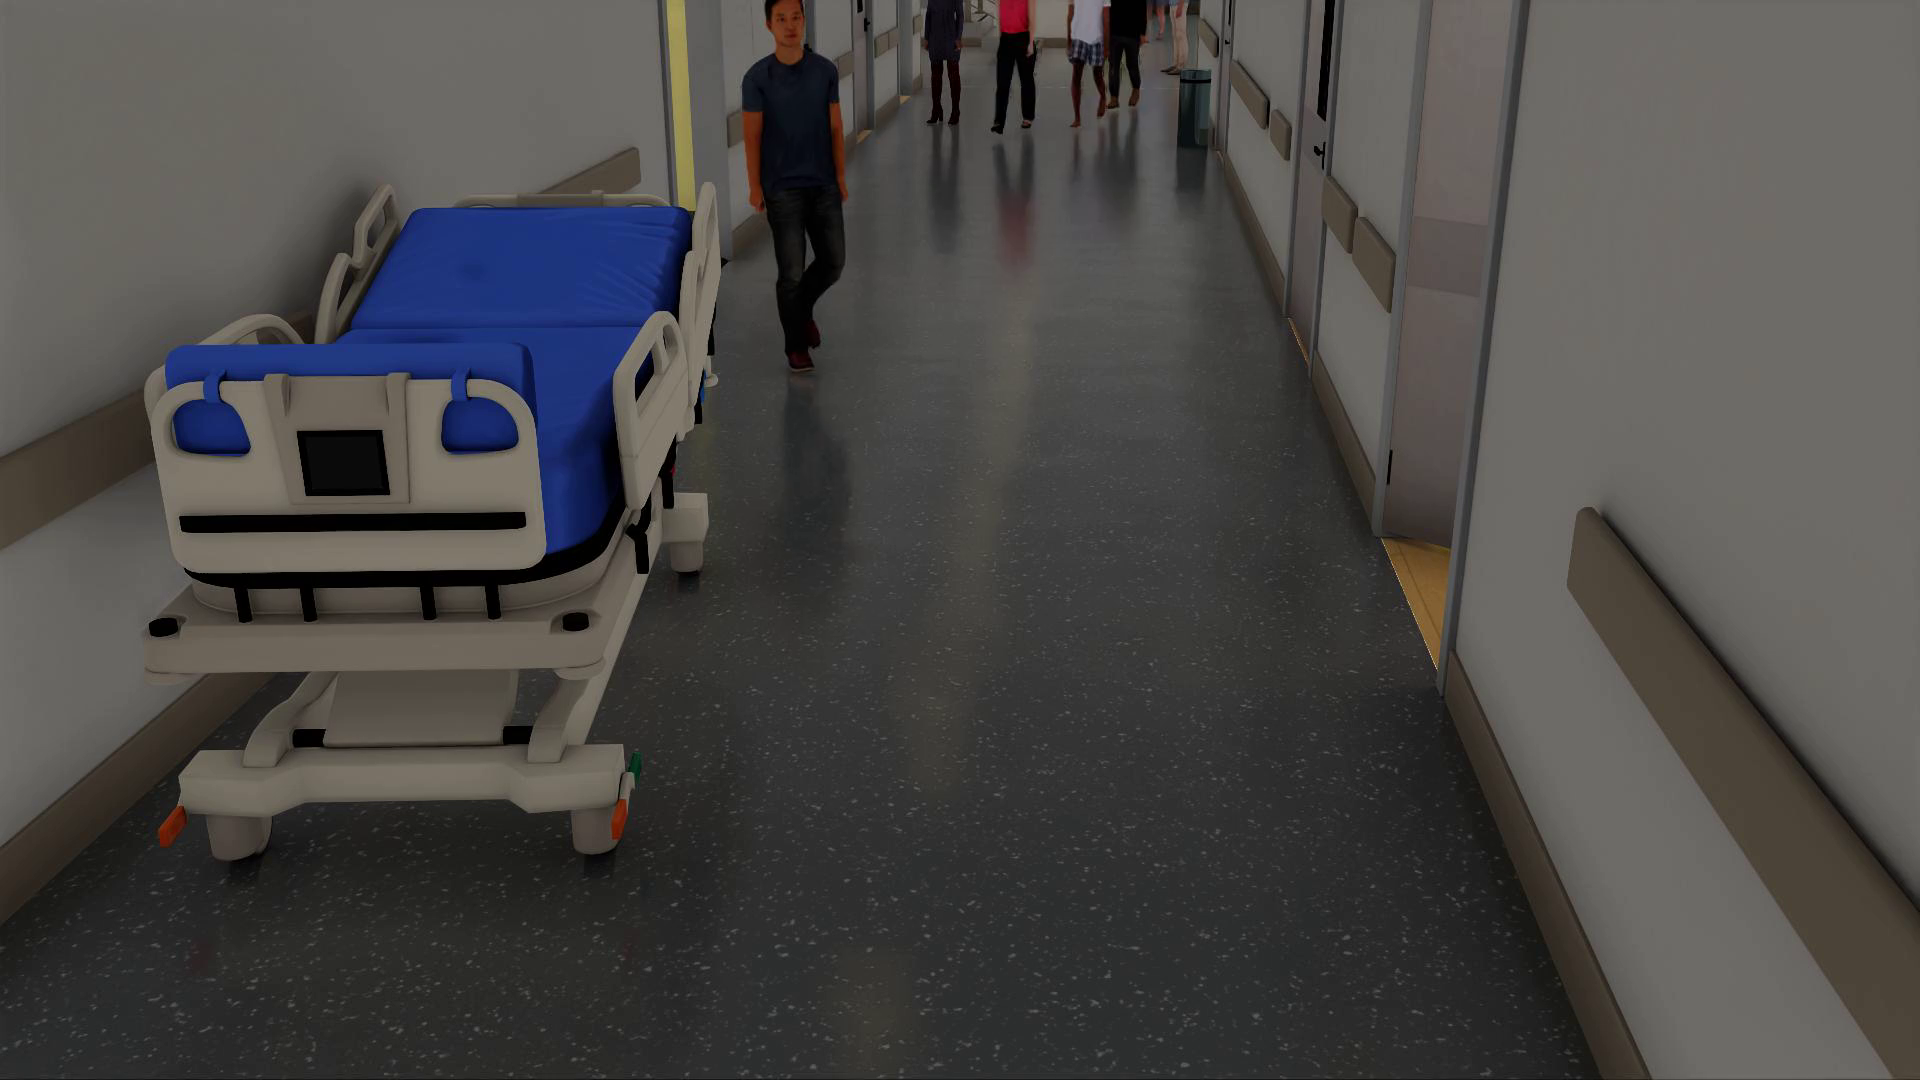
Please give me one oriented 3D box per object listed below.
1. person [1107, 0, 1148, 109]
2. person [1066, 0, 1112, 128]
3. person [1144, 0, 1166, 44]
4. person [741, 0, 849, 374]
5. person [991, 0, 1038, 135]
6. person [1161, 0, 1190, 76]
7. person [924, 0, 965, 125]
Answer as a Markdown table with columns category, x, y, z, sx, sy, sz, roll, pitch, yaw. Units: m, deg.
| category | x | y | z | sx | sy | sz | roll | pitch | yaw |
| --- | --- | --- | --- | --- | --- | --- | --- | --- | --- |
| person | 1.905 | -5.795 | 18.950 | 1.078 | 1.706 | 0.922 | 8 | 22 | 20 |
| person | 1.367 | -5.203 | 17.390 | 1.000 | 1.705 | 0.837 | 6 | 22 | 17 |
| person | 3.329 | -9.401 | 28.347 | 1.164 | 1.793 | 0.894 | 6 | 22 | 16 |
| person | -0.816 | -1.729 | 8.092 | 0.826 | 1.793 | 0.892 | -10 | 23 | -24 |
| person | 0.598 | -4.916 | 16.758 | 1.096 | 1.616 | 0.841 | 7 | 22 | 18 |
| person | 3.044 | -7.426 | 23.056 | 0.621 | 1.848 | 0.689 | -2 | 21 | -6 |
| person | -0.158 | -5.289 | 17.610 | 0.587 | 1.709 | 0.724 | 11 | 24 | 28 |
